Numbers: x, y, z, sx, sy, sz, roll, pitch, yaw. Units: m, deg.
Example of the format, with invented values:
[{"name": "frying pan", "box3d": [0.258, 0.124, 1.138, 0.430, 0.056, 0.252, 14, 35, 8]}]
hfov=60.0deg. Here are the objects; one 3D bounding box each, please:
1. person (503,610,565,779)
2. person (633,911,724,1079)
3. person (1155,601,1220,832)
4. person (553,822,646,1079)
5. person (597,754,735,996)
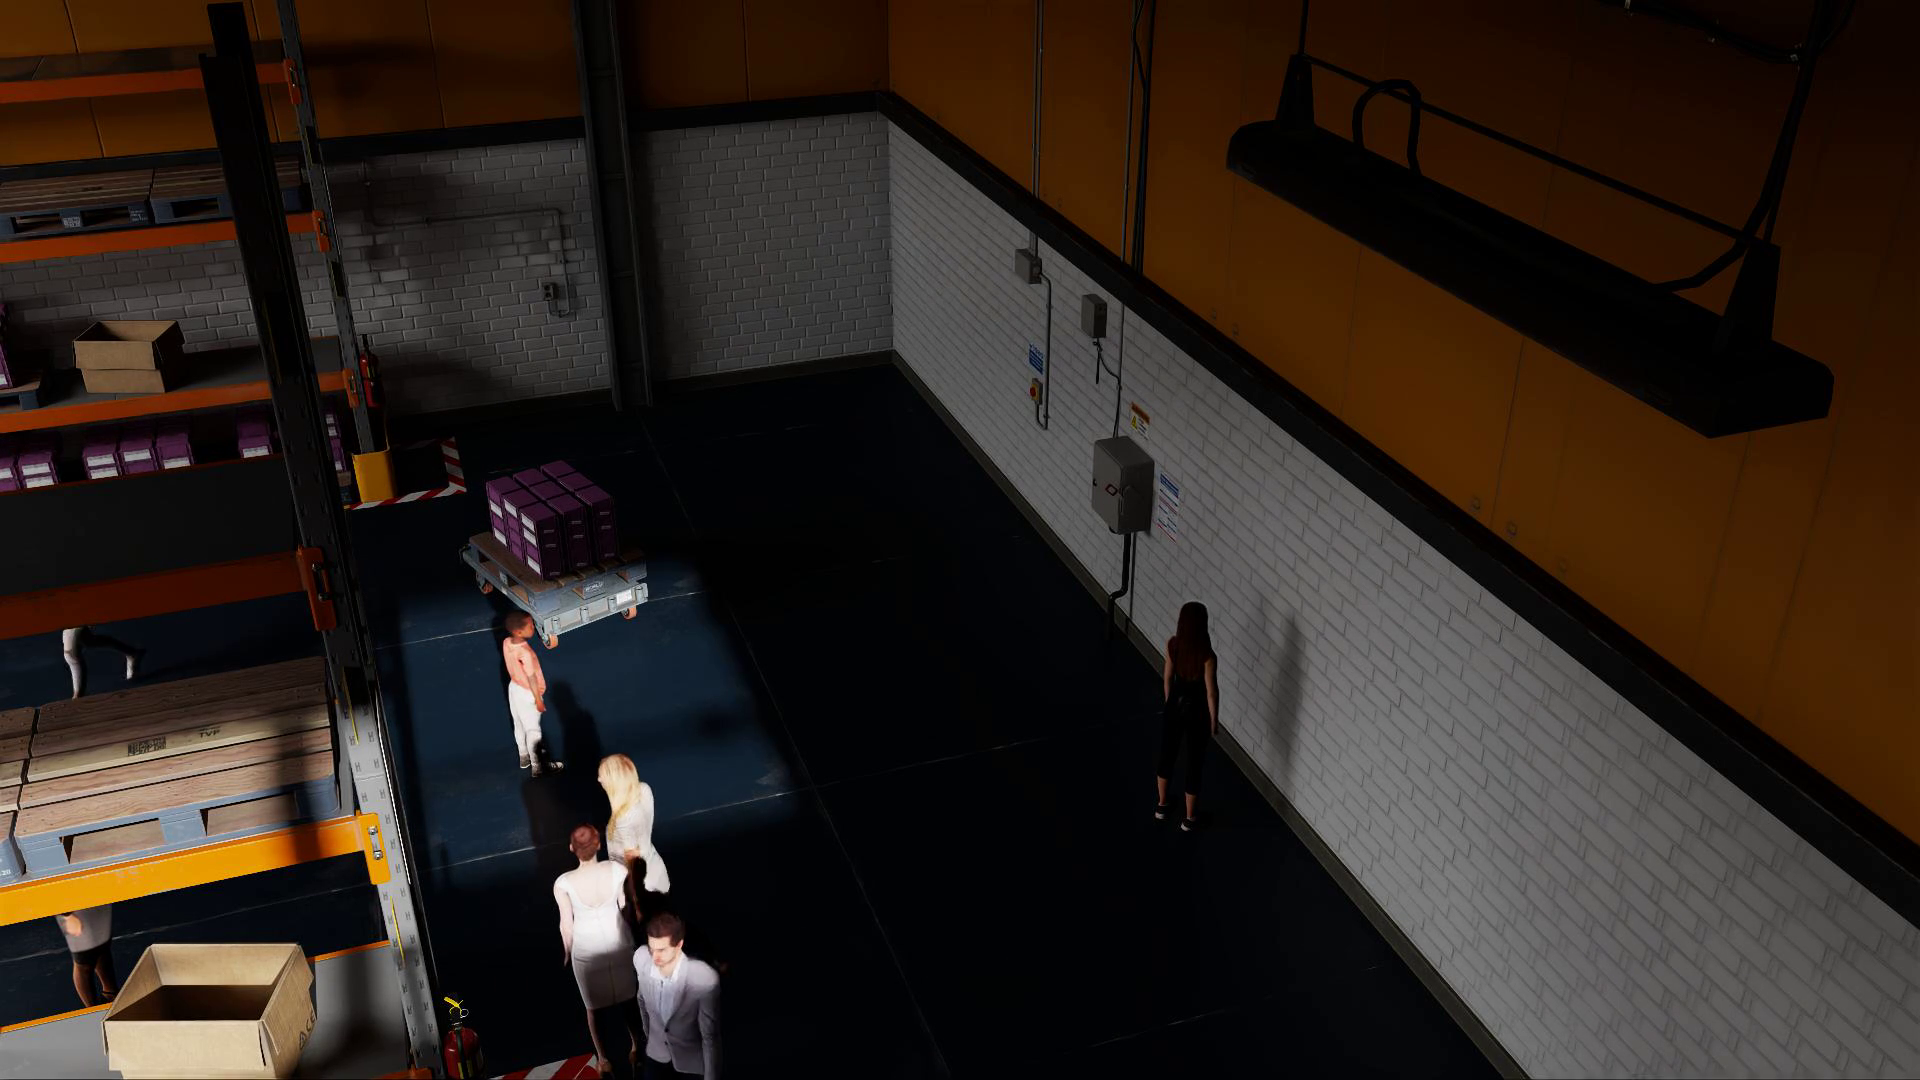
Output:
[{"name": "person", "box3d": [-3.091, 1.080, 11.786, 0.564, 1.310, 0.548, -22, 35, -34]}, {"name": "person", "box3d": [-1.369, 2.556, 8.531, 0.793, 1.836, 0.867, 10, 30, 18]}, {"name": "person", "box3d": [1.525, 1.170, 11.187, 0.639, 1.725, 0.649, 23, 36, 36]}, {"name": "person", "box3d": [-1.965, 2.261, 9.119, 0.417, 1.791, 0.618, -10, 30, -18]}, {"name": "person", "box3d": [-1.759, 1.976, 9.633, 1.174, 1.800, 0.924, 2, 29, 3]}]
